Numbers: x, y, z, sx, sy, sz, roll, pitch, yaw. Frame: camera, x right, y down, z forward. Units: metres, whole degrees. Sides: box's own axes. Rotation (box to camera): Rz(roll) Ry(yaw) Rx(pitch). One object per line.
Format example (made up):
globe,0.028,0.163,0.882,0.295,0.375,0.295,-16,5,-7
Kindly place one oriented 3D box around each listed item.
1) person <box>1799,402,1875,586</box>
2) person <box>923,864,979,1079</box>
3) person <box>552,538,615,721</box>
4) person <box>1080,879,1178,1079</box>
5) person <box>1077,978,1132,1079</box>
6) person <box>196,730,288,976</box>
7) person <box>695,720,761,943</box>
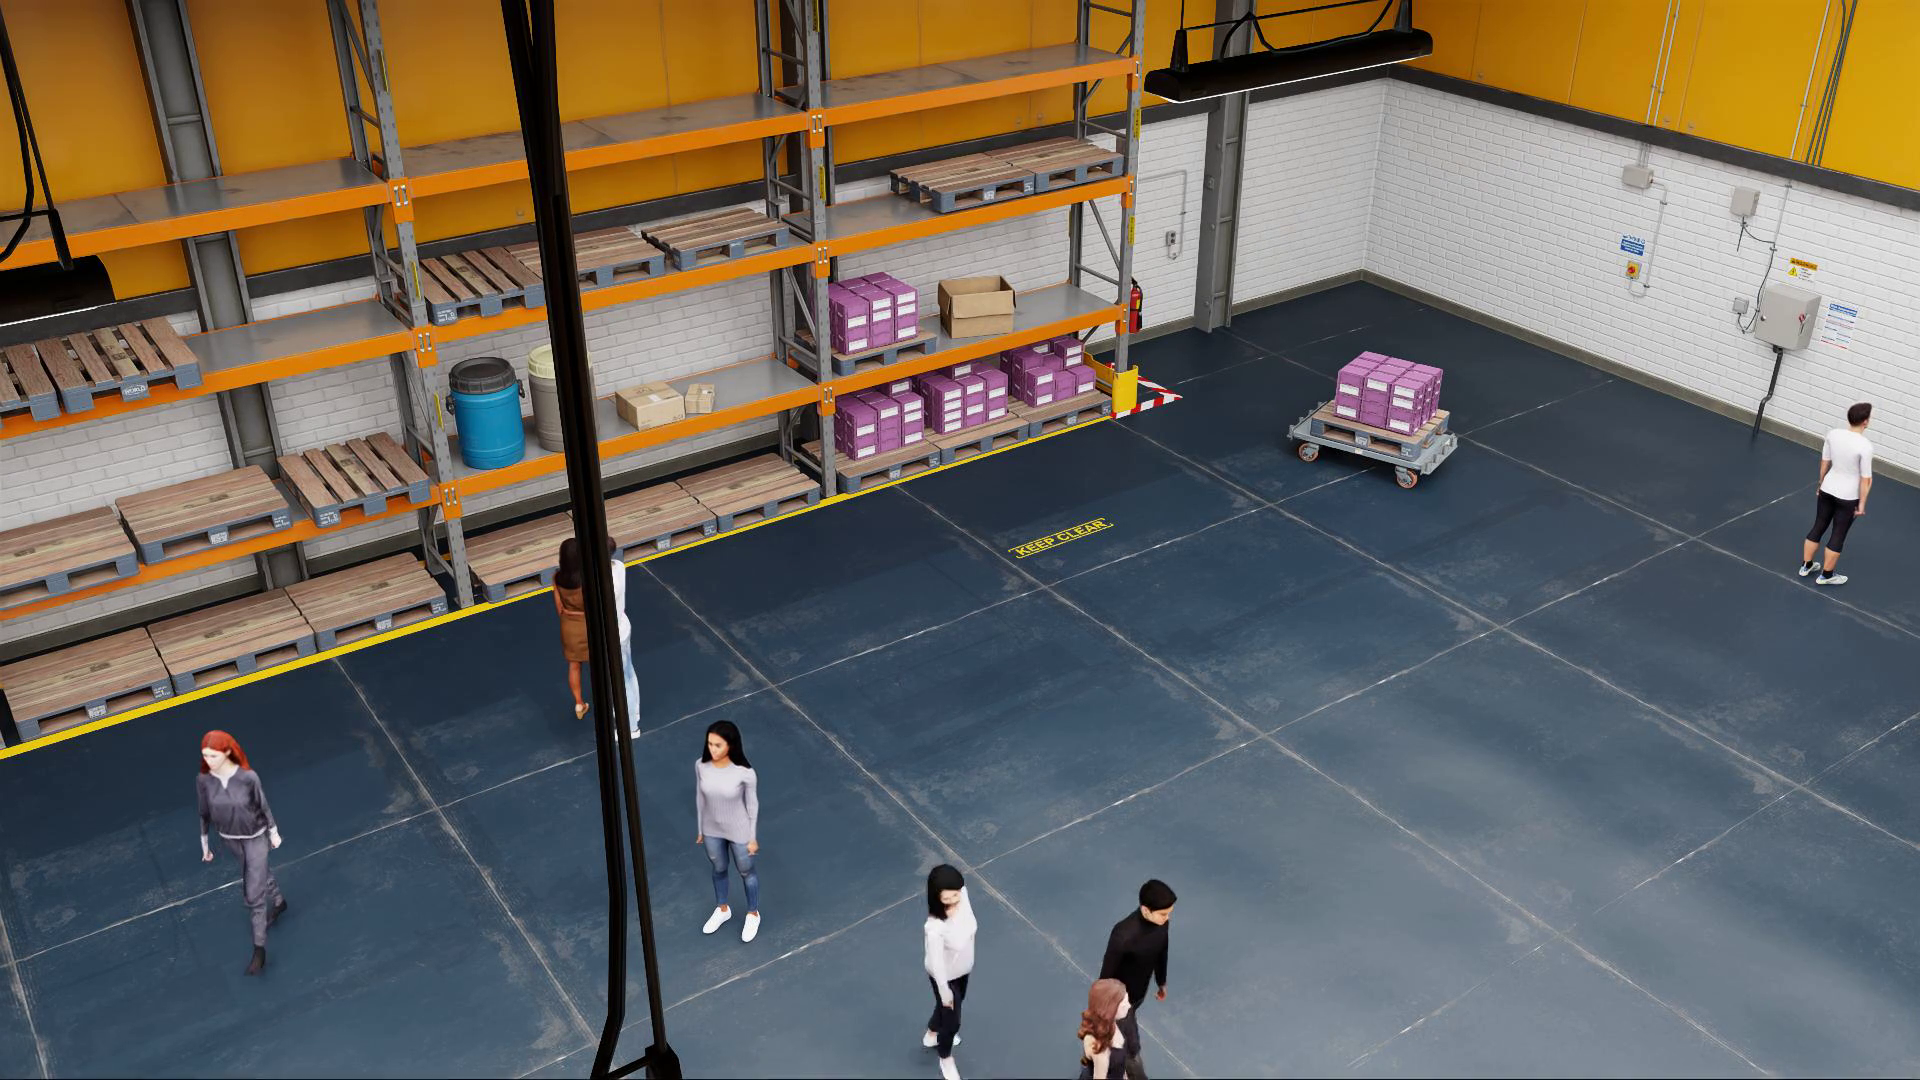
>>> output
person,8.335,-0.452,15.751,0.613,1.851,0.697,-13,31,-23
person,-0.089,2.640,10.257,0.846,1.684,0.757,2,29,4
person,-3.119,0.750,13.722,0.644,1.684,0.691,7,29,13
person,0.955,2.695,10.160,0.937,1.680,1.048,24,37,37
person,0.698,3.124,9.318,0.825,1.734,0.768,3,29,6
person,-4.855,1.995,11.383,1.041,1.739,1.059,2,29,4
person,-1.583,1.975,11.422,0.686,1.736,0.717,9,30,16
